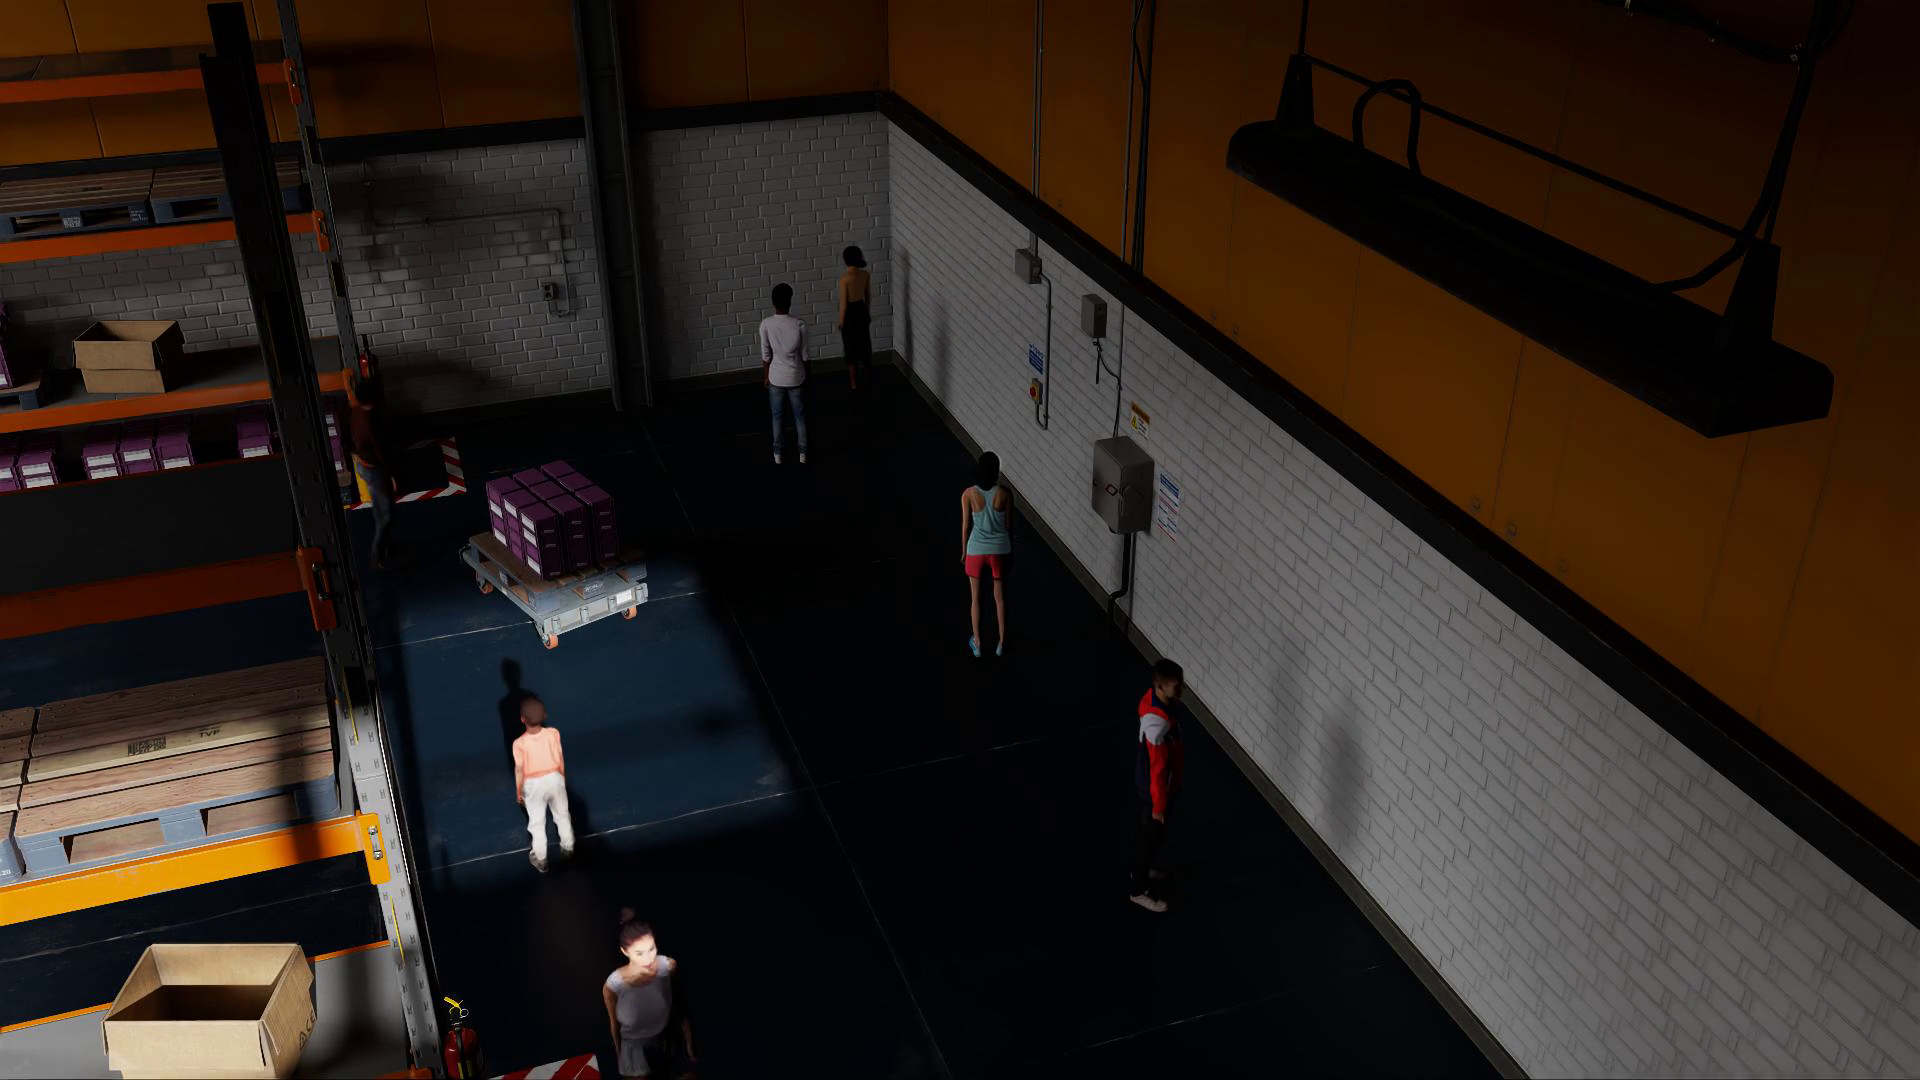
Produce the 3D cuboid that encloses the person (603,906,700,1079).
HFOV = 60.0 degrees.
[{"bbox_3d":[-1.649,2.598,8.719,0.978,1.582,0.790,-19,34,-30],"label":"person"}]

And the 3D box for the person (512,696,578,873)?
[{"bbox_3d":[-2.718,1.592,10.851,0.449,1.308,0.571,-15,32,-25],"label":"person"}]

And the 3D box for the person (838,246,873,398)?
[{"bbox_3d":[-1.114,-2.330,17.678,0.604,1.655,0.718,-25,37,-38],"label":"person"}]

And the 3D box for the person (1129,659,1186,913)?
[{"bbox_3d":[1.245,1.518,10.517,0.711,1.757,0.713,5,29,10],"label":"person"}]

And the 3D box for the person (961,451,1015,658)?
[{"bbox_3d":[0.224,0.109,13.092,0.616,1.765,0.717,0,29,1],"label":"person"}]

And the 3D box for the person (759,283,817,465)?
[{"bbox_3d":[-1.687,-1.614,16.197,0.661,1.816,0.786,2,29,4],"label":"person"}]

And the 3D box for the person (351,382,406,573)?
[{"bbox_3d":[-5.084,-0.602,14.411,0.855,1.749,0.764,20,35,33],"label":"person"}]
